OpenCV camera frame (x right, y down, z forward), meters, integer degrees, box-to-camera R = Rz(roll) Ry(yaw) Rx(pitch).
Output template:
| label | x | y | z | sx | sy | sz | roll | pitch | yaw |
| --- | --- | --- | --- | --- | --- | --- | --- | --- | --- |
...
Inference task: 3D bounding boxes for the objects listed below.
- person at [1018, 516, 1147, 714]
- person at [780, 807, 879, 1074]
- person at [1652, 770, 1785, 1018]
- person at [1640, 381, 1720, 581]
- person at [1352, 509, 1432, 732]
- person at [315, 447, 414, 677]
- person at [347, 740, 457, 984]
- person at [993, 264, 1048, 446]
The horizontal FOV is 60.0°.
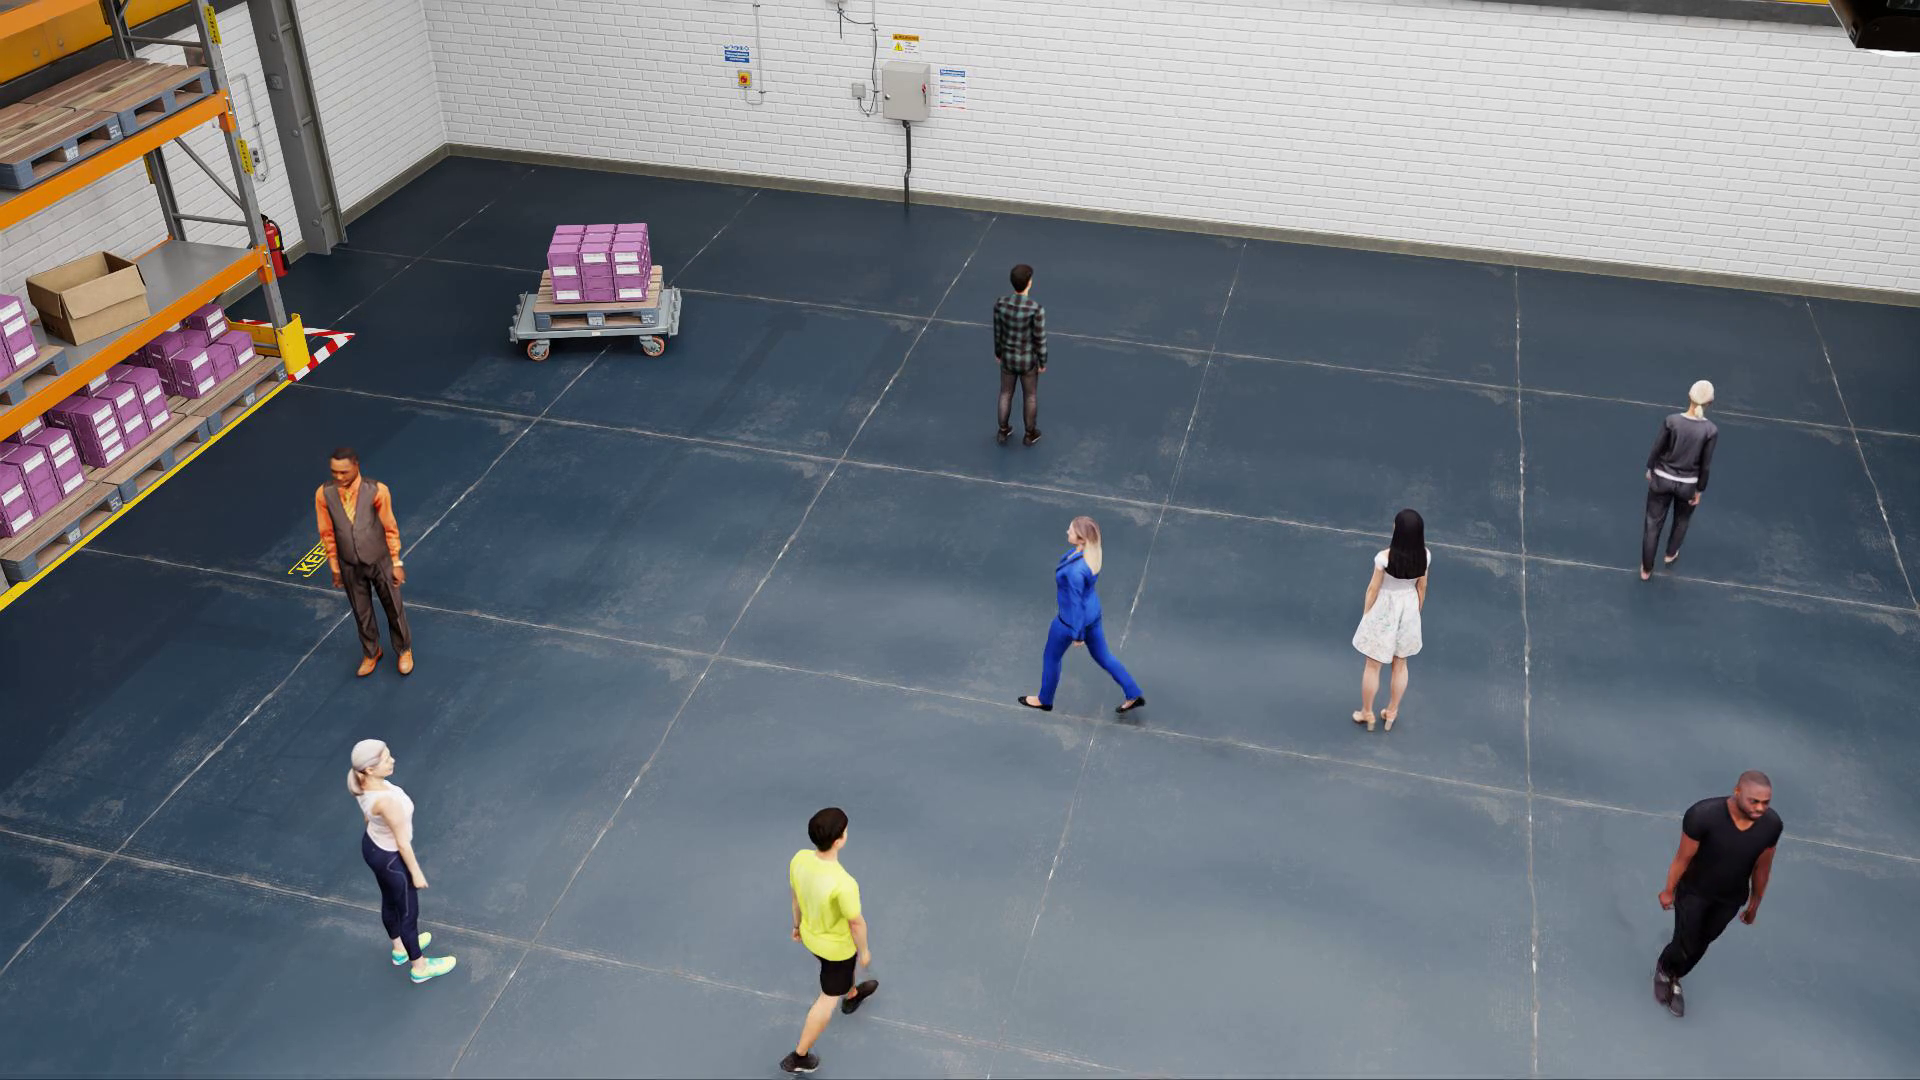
| label | x | y | z | sx | sy | sz | roll | pitch | yaw |
| --- | --- | --- | --- | --- | --- | --- | --- | --- | --- |
| person | 0.930 | 0.568 | 11.602 | 0.763 | 1.664 | 1.099 | 13 | 36 | 18 |
| person | -0.767 | 2.213 | 9.117 | 0.959 | 1.676 | 1.188 | 27 | 42 | 34 |
| person | 4.213 | 1.935 | 9.416 | 0.720 | 1.807 | 0.710 | 3 | 34 | 5 |
| person | 5.618 | -0.432 | 13.067 | 0.695 | 1.708 | 0.840 | 14 | 36 | 20 |
| person | 2.994 | 0.565 | 11.517 | 0.744 | 1.764 | 0.759 | -4 | 34 | -7 |
| person | -4.294 | 0.138 | 12.032 | 0.774 | 1.905 | 0.741 | -3 | 34 | -5 |
| person | -3.302 | 1.851 | 9.636 | 0.707 | 1.704 | 0.687 | -27 | 42 | -34 |
| person | 0.537 | -1.647 | 14.806 | 0.684 | 1.710 | 0.550 | 12 | 35 | 17 |
